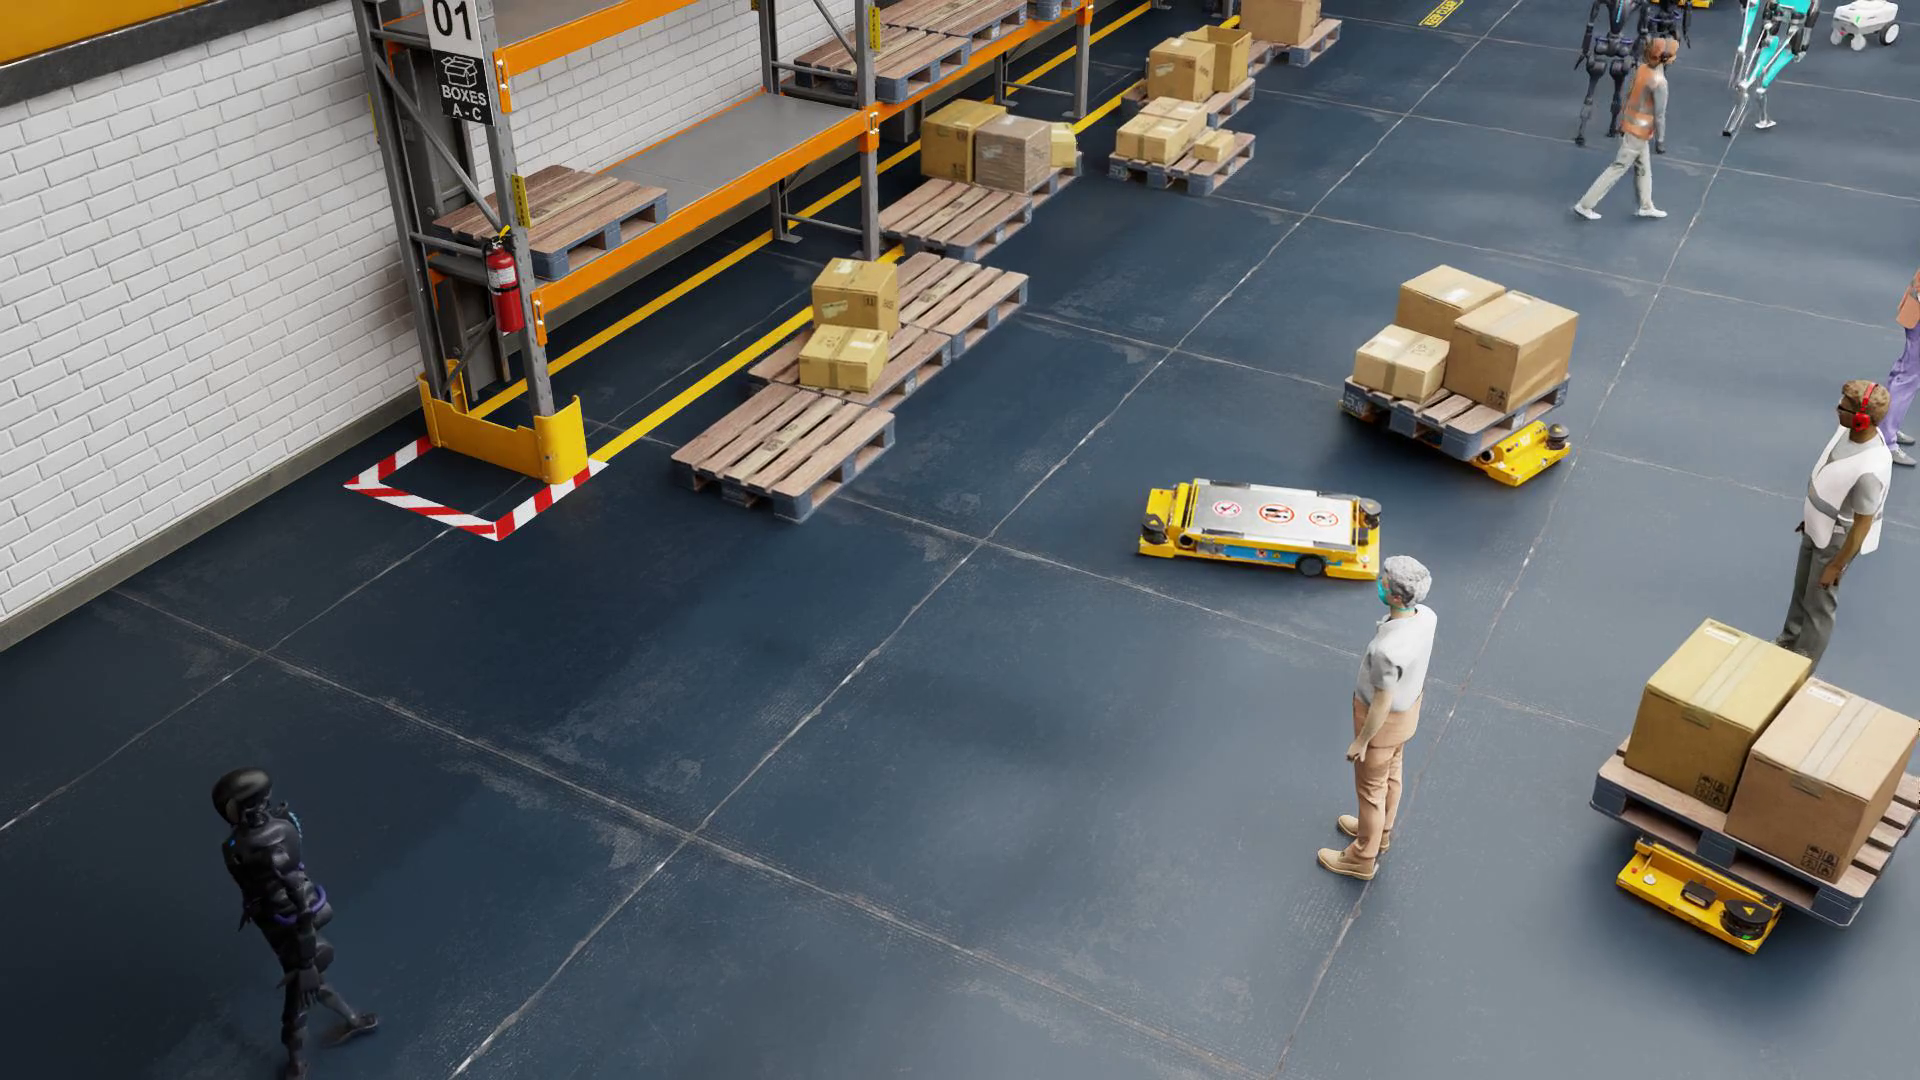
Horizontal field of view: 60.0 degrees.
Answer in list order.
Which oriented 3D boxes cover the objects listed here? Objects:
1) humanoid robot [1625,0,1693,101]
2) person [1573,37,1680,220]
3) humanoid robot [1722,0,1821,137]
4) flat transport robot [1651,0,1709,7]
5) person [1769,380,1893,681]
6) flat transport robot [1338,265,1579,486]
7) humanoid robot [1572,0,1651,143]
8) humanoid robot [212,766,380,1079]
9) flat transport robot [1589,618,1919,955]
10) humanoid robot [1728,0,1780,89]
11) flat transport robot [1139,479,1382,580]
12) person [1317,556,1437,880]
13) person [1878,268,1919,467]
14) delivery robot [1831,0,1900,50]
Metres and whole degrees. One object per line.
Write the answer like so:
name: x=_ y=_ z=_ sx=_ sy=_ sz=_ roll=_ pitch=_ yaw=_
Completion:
humanoid robot: x=6.963 y=-5.033 z=16.491 sx=0.608 sy=1.647 sz=0.344 roll=-7 pitch=34 yaw=-10
person: x=5.777 y=-3.493 z=14.219 sx=0.829 sy=1.598 sz=0.529 roll=2 pitch=34 yaw=3
humanoid robot: x=7.776 y=-4.724 z=16.044 sx=0.859 sy=1.862 sz=0.574 roll=-21 pitch=39 yaw=-28
flat transport robot: x=8.928 y=-6.882 z=20.561 sx=0.659 sy=0.231 sz=1.431 roll=12 pitch=35 yaw=18
person: x=4.566 y=0.003 z=8.719 sx=0.397 sy=1.840 sz=0.563 roll=7 pitch=34 yaw=10
flat transport robot: x=3.373 y=-0.819 z=11.387 sx=0.659 sy=0.231 sz=1.431 roll=-26 pitch=42 yaw=-34
humanoid robot: x=6.228 y=-4.637 z=15.925 sx=0.608 sy=1.637 sz=0.611 roll=14 pitch=36 yaw=20
humanoid robot: x=-2.683 y=1.512 z=6.599 sx=0.505 sy=1.640 sz=0.612 roll=-28 pitch=42 yaw=-35
flat transport robot: x=3.805 y=1.396 z=8.036 sx=0.659 sy=0.231 sz=1.431 roll=27 pitch=42 yaw=35
humanoid robot: x=8.254 y=-5.468 z=17.199 sx=0.542 sy=1.907 sz=0.711 roll=24 pitch=40 yaw=31
flat transport robot: x=1.859 y=-0.076 z=10.264 sx=1.431 sy=0.231 sz=0.659 roll=7 pitch=34 yaw=10
person: x=1.924 y=0.805 z=7.588 sx=0.320 sy=1.748 sz=0.471 roll=20 pitch=38 yaw=27
person: x=6.292 y=-1.389 z=10.820 sx=0.390 sy=1.846 sz=0.566 roll=15 pitch=36 yaw=21
delivery robot: x=10.207 y=-5.877 z=18.763 sx=0.745 sy=0.576 sz=0.501 roll=-17 pitch=37 yaw=-24
